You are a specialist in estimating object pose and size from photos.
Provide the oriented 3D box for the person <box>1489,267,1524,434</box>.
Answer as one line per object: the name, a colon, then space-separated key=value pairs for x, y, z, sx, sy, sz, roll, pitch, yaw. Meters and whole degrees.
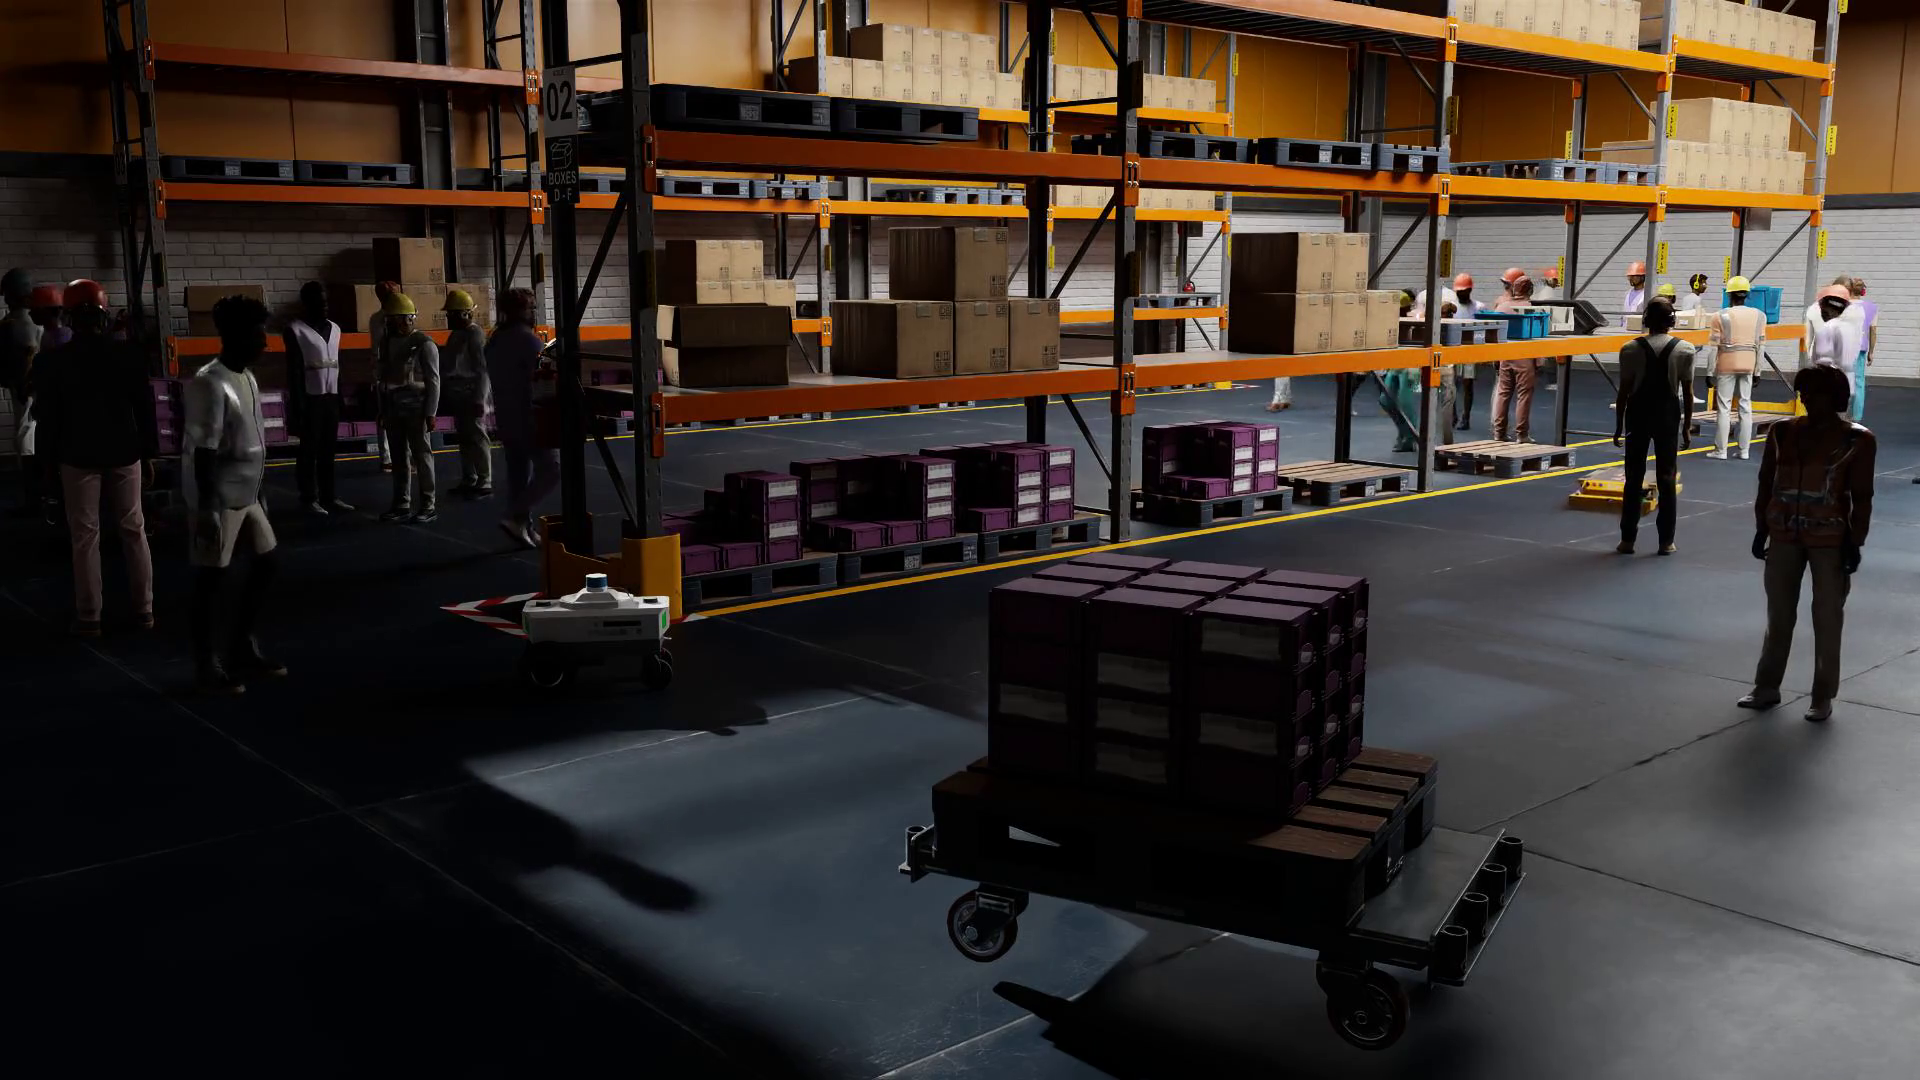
person: x=6.563 y=-2.264 z=19.929 sx=0.399 sy=1.991 sz=0.627 roll=0 pitch=10 yaw=2

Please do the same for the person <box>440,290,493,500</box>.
person: x=-4.319 y=-1.263 z=14.540 sx=0.403 sy=1.831 sz=0.596 roll=-8 pitch=12 yaw=-39

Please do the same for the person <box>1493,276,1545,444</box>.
person: x=6.380 y=-2.046 z=18.954 sx=0.400 sy=1.902 sz=0.642 roll=-8 pitch=12 yaw=-38

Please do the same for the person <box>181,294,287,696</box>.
person: x=-3.552 y=-0.217 z=8.116 sx=0.459 sy=1.941 sz=0.622 roll=-1 pitch=10 yaw=-4

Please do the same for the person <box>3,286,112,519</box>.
person: x=-7.329 y=-1.136 z=13.656 sx=0.993 sy=1.900 sz=0.564 roll=-6 pitch=11 yaw=-32

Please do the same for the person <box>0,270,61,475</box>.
person: x=-8.692 y=-1.525 z=15.466 sx=0.540 sy=2.000 sz=0.764 roll=-3 pitch=10 yaw=-17

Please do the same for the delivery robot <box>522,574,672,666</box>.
delivery robot: x=-1.785 y=0.410 z=8.210 sx=0.707 sy=0.478 sz=0.477 roll=-2 pitch=10 yaw=-9

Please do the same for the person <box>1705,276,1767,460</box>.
person: x=8.086 y=-1.791 z=17.397 sx=0.589 sy=1.918 sz=0.402 roll=0 pitch=10 yaw=-2

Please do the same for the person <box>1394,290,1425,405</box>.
person: x=6.296 y=-2.710 z=23.524 sx=0.545 sy=1.641 sz=0.886 roll=6 pitch=11 yaw=31

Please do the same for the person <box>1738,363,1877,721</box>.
person: x=3.918 y=0.005 z=7.677 sx=0.312 sy=1.642 sz=0.512 roll=-7 pitch=12 yaw=-37

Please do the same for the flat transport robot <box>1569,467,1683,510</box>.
flat transport robot: x=5.785 y=-0.460 z=14.406 sx=0.652 sy=0.197 sz=1.431 roll=6 pitch=11 yaw=32

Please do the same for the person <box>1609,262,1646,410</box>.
person: x=9.271 y=-2.789 z=22.862 sx=0.374 sy=2.044 sz=0.605 roll=-3 pitch=10 yaw=-18

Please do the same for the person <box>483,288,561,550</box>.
person: x=-3.116 y=-0.851 z=11.934 sx=0.667 sy=1.895 sz=0.426 roll=9 pitch=13 yaw=44

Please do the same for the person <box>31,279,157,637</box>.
person: x=-4.835 y=-0.454 z=9.332 sx=0.612 sy=1.995 sz=0.382 roll=-9 pitch=13 yaw=-41

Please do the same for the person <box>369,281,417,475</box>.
person: x=-5.539 y=-1.577 z=16.232 sx=0.353 sy=1.884 sz=0.577 roll=-9 pitch=13 yaw=-42

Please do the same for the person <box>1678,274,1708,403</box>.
person: x=10.647 y=-2.923 z=24.179 sx=0.335 sy=1.864 sz=0.521 roll=0 pitch=10 yaw=-1

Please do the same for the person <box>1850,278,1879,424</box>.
person: x=11.171 y=-2.349 z=20.863 sx=0.564 sy=1.846 sz=0.389 roll=2 pitch=10 yaw=9

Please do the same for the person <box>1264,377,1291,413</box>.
person: x=4.323 y=-2.688 z=22.674 sx=0.841 sy=1.909 sz=0.647 roll=-8 pitch=12 yaw=-38

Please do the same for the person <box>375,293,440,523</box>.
person: x=-4.430 y=-1.047 z=13.276 sx=0.600 sy=1.831 sz=0.404 roll=4 pitch=11 yaw=25

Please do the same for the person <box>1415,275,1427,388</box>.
person: x=7.605 y=-3.379 z=26.849 sx=0.500 sy=1.862 sz=0.324 roll=-9 pitch=13 yaw=-43

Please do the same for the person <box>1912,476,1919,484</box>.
person: x=9.145 y=-1.445 z=15.297 sx=0.375 sy=1.939 sz=0.546 roll=-4 pitch=10 yaw=-21

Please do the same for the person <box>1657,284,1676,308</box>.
person: x=9.792 y=-2.695 z=23.191 sx=0.492 sy=1.740 sz=0.325 roll=-5 pitch=11 yaw=-25

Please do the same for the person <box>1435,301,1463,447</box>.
person: x=5.285 y=-1.798 z=18.241 sx=0.309 sy=1.640 sz=0.513 roll=-8 pitch=12 yaw=-37

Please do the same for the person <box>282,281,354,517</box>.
person: x=-5.299 y=-1.162 z=13.698 sx=0.375 sy=1.917 sz=0.598 roll=3 pitch=10 yaw=19

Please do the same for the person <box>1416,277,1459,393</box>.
person: x=7.375 y=-3.216 z=25.805 sx=0.647 sy=1.897 sz=0.399 roll=0 pitch=10 yaw=1

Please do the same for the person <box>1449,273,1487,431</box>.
person: x=6.127 y=-2.283 z=20.253 sx=0.563 sy=1.916 sz=0.455 roll=5 pitch=11 yaw=27

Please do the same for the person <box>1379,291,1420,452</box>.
person: x=4.770 y=-1.817 z=18.007 sx=0.423 sy=1.743 sz=0.564 roll=-4 pitch=11 yaw=-23

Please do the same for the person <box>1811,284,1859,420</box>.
person: x=7.302 y=-1.194 z=13.995 sx=0.739 sy=1.885 sz=0.468 roll=-8 pitch=13 yaw=-40

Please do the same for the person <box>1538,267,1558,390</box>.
person: x=9.308 y=-3.386 z=26.618 sx=0.873 sy=1.971 sz=0.617 roll=4 pitch=11 yaw=24

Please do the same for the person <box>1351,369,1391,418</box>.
person: x=5.432 y=-2.433 z=21.925 sx=0.863 sy=1.651 sz=0.539 roll=1 pitch=10 yaw=4

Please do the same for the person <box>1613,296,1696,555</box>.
person: x=4.933 y=-0.809 z=11.855 sx=0.525 sy=1.842 sz=0.336 roll=3 pitch=10 yaw=19

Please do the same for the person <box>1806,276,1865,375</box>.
person: x=9.703 y=-1.978 z=18.519 sx=0.476 sy=1.910 sz=0.634 roll=-8 pitch=13 yaw=-40

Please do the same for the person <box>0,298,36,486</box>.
person: x=-8.653 y=-1.427 z=15.475 sx=0.429 sy=1.846 sz=0.625 roll=-3 pitch=10 yaw=-15
